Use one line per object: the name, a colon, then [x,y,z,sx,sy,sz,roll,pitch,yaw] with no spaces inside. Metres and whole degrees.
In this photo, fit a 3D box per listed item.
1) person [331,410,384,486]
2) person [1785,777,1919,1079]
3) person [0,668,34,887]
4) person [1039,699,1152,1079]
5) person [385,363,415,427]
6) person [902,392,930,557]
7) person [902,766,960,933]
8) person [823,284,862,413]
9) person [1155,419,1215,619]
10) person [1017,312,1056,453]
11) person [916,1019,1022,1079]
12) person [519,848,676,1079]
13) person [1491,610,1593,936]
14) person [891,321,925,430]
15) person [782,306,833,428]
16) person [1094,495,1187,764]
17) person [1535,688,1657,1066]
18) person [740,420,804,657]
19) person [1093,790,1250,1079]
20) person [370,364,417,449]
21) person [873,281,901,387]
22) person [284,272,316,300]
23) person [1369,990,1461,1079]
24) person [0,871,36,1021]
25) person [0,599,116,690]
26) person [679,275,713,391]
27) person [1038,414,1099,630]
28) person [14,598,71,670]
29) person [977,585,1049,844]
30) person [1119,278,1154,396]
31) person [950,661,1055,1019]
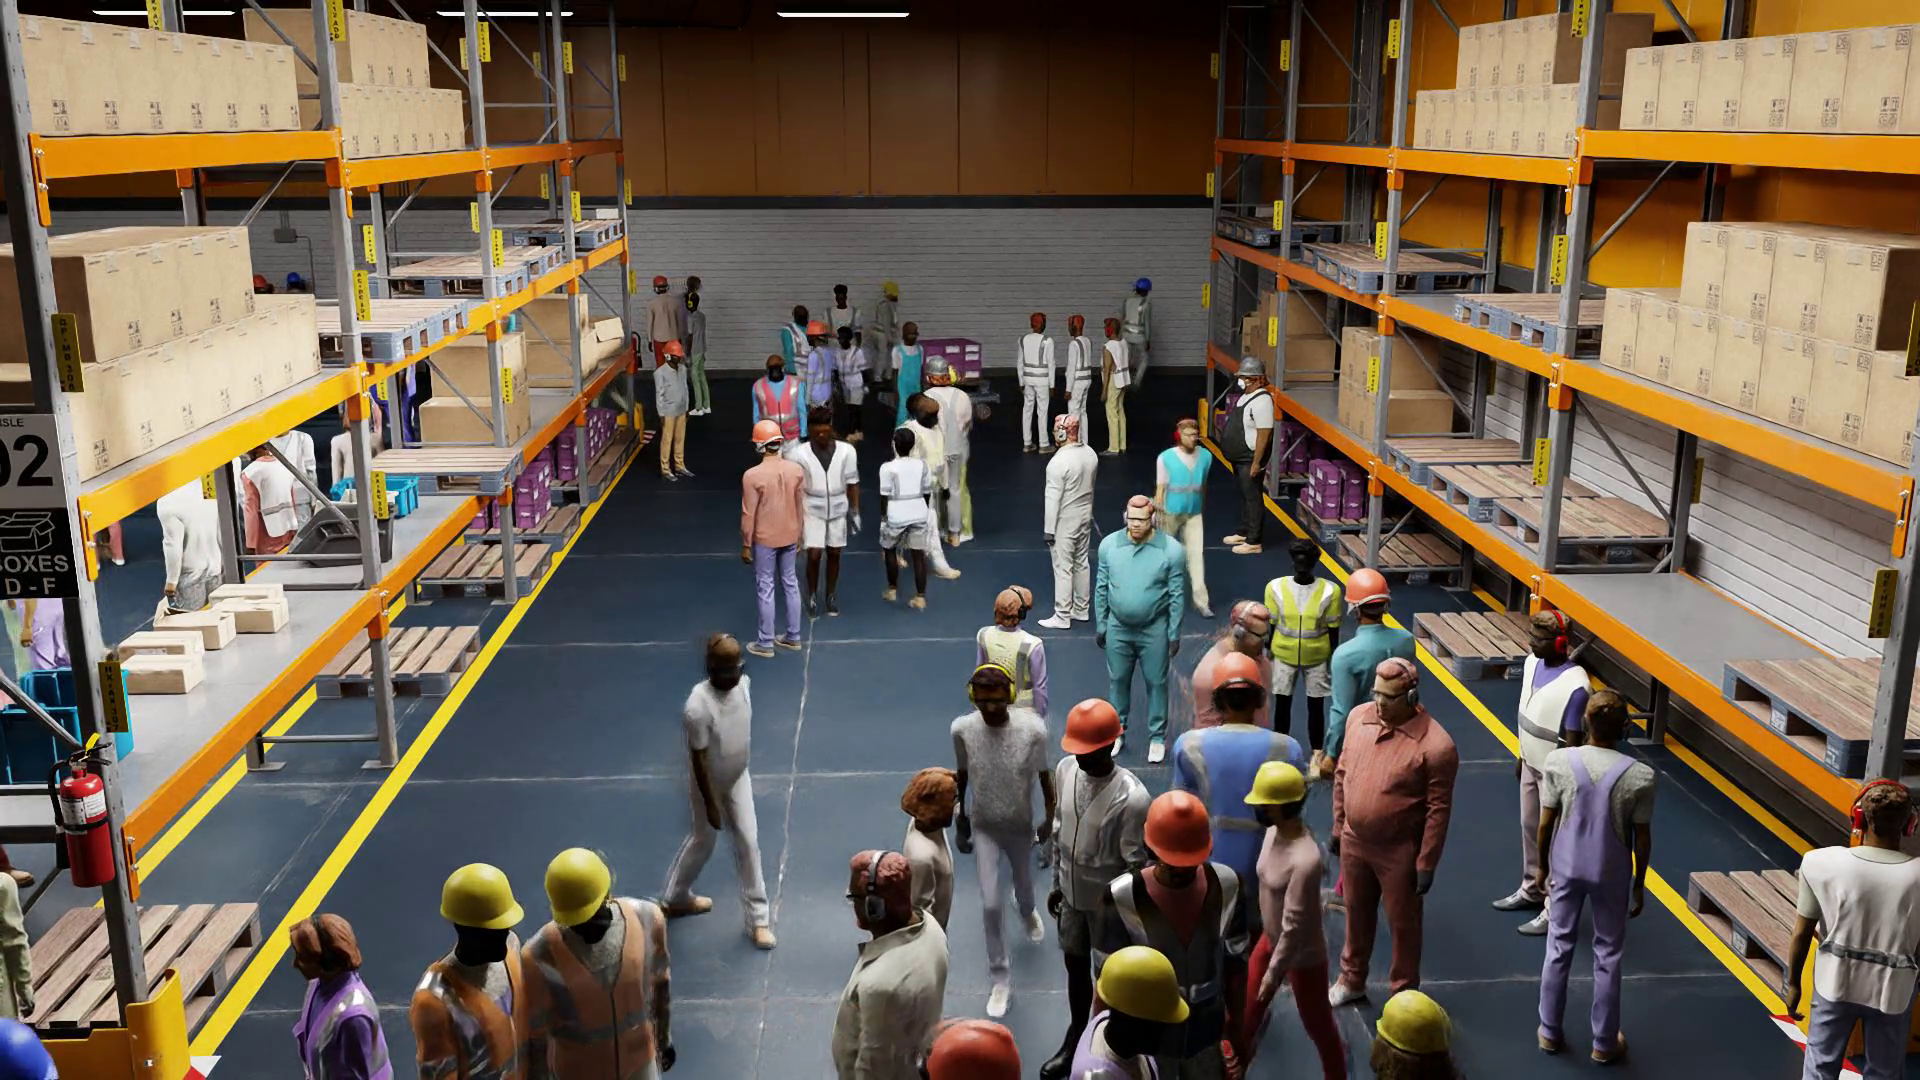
person: [-6.069,-0.567,16.855,0.524,1.584,0.882,-4,15,-17]
person: [3.685,1.867,6.803,0.560,1.836,0.393,8,16,27]
person: [-5.631,1.095,9.419,0.538,2.000,0.682,1,14,6]
person: [0.602,1.626,7.575,0.388,1.925,0.550,-12,19,-39]
person: [-8.171,-2.509,24.117,0.532,1.767,0.328,-1,14,-6]
person: [-0.437,-0.674,17.050,0.315,1.696,0.541,-5,15,-19]
person: [-0.141,1.789,7.532,0.287,1.626,0.496,1,14,3]
person: [-1.786,-2.908,25.281,0.609,1.965,0.368,0,14,0]
person: [2.004,-0.241,15.169,0.585,1.794,0.982,-5,15,-20]
person: [1.034,-2.105,22.299,0.575,1.883,0.362,11,18,36]
person: [-0.087,2.295,4.799,0.604,2.014,0.619,7,16,26]
person: [-1.345,1.978,6.268,0.631,1.877,0.532,-9,17,-30]
person: [3.248,1.266,9.166,0.390,1.835,0.560,-2,14,-8]
person: [-0.663,-1.942,21.752,0.507,1.837,0.354,-10,18,-35]
person: [-2.156,-2.455,23.860,0.693,1.793,0.821,-11,18,-38]
person: [1.241,0.613,11.597,0.645,1.900,0.399,5,15,20]
person: [2.983,1.588,7.877,0.505,1.845,0.346,8,16,29]
person: [-1.573,-0.018,13.901,0.615,1.987,0.407,-13,19,-42]
person: [0.811,1.890,6.330,0.613,2.031,0.403,-3,15,-12]
person: [-7.024,-1.761,20.632,0.536,2.000,0.681,-3,15,-10]
person: [-1.218,-3.410,27.621,0.572,1.783,0.619,2,14,9]
person: [-10.954,-3.472,27.563,0.644,1.929,0.452,-6,15,-22]
person: [1.396,2.263,5.486,0.491,1.719,0.717,-7,16,-25]
person: [-4.167,1.929,6.978,0.511,1.626,0.279,-7,16,-26]
person: [-7.097,0.228,12.824,0.757,2.000,0.706,2,14,9]
person: [-4.476,-3.364,27.166,0.737,1.920,0.641,0,14,0]
person: [0.940,-0.164,14.649,0.399,1.900,0.645,11,18,36]
person: [-6.610,0.551,11.945,0.332,1.844,0.517,-2,14,-6]
person: [0.321,1.084,10.261,0.513,1.641,0.309,10,18,35]
person: [2.809,-3.260,26.794,0.736,1.907,0.550,13,19,41]
person: [0.237,1.433,8.516,0.561,1.833,0.791,2,14,6]
